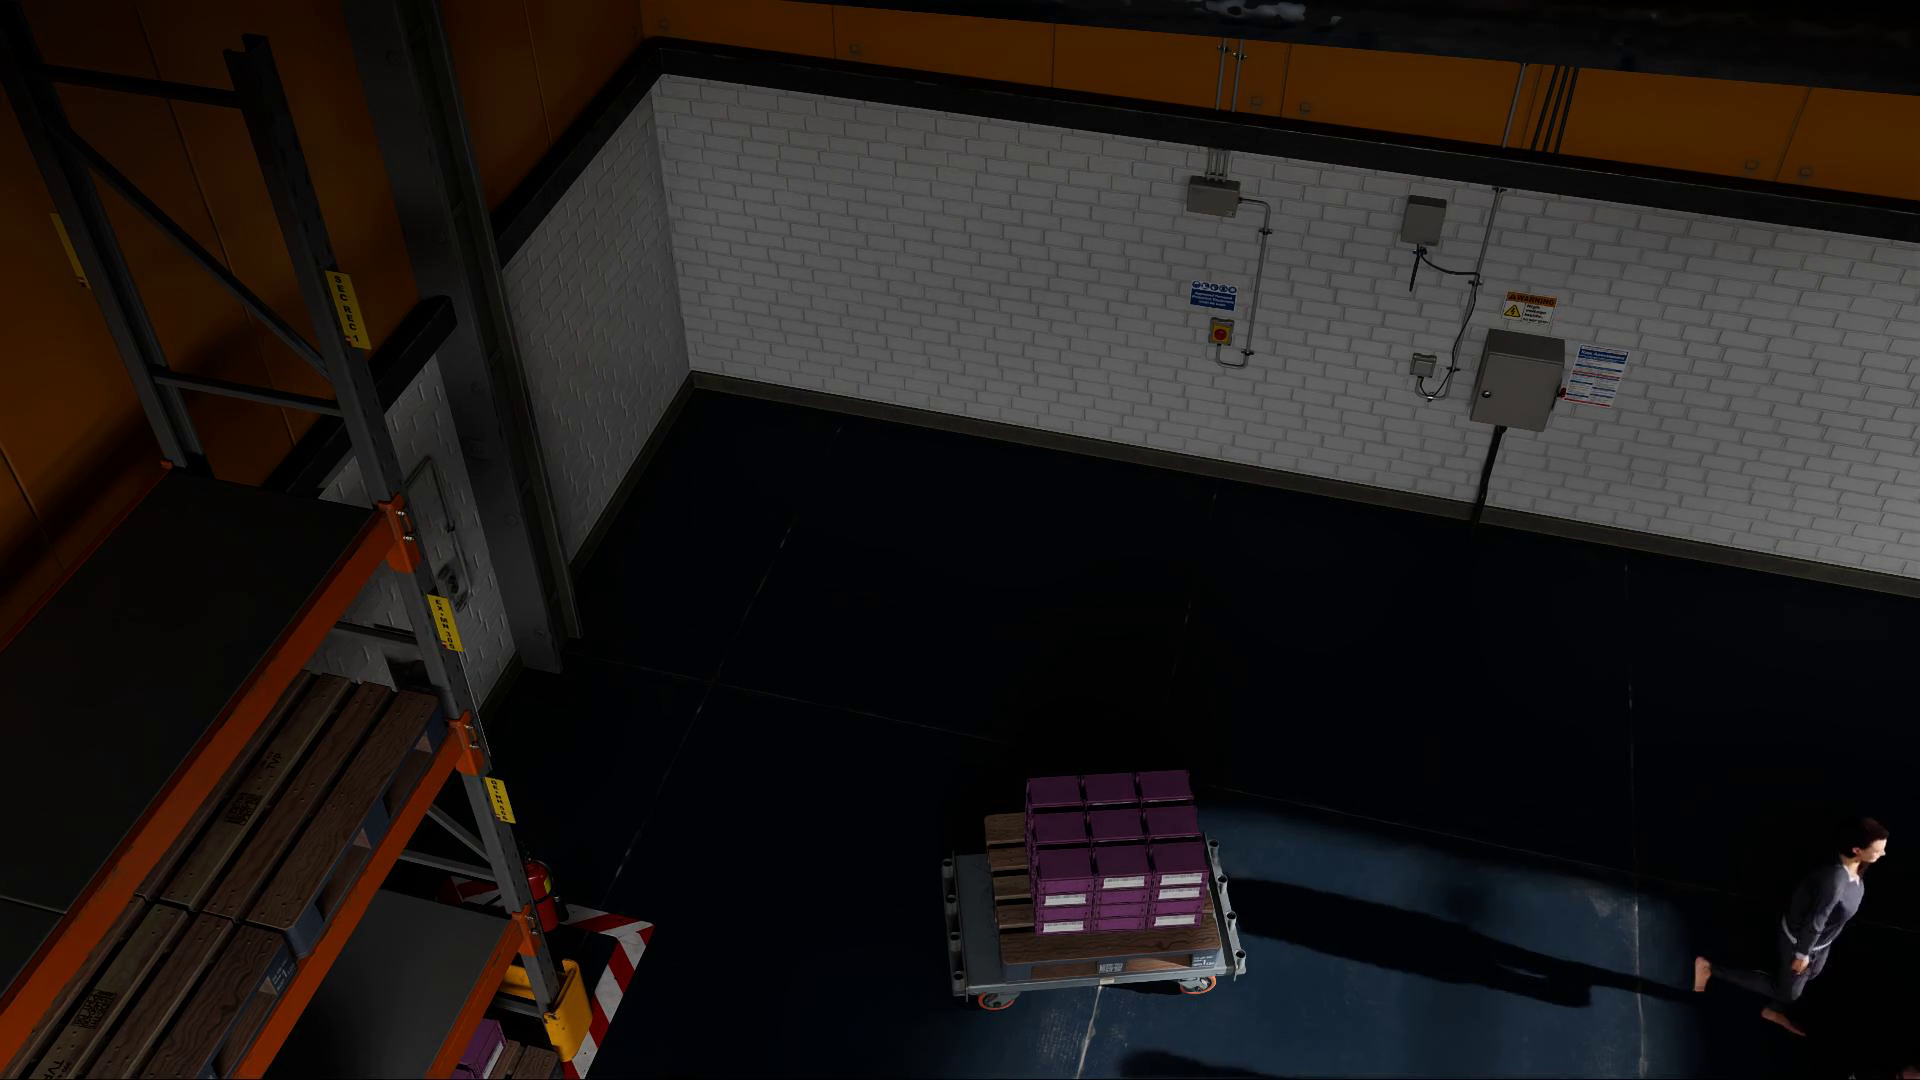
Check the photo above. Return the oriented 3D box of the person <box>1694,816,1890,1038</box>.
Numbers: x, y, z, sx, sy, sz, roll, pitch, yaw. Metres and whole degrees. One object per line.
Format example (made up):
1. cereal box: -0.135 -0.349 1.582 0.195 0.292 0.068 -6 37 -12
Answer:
1. person: 4.434 2.043 8.852 0.897 1.755 0.945 28 50 27
